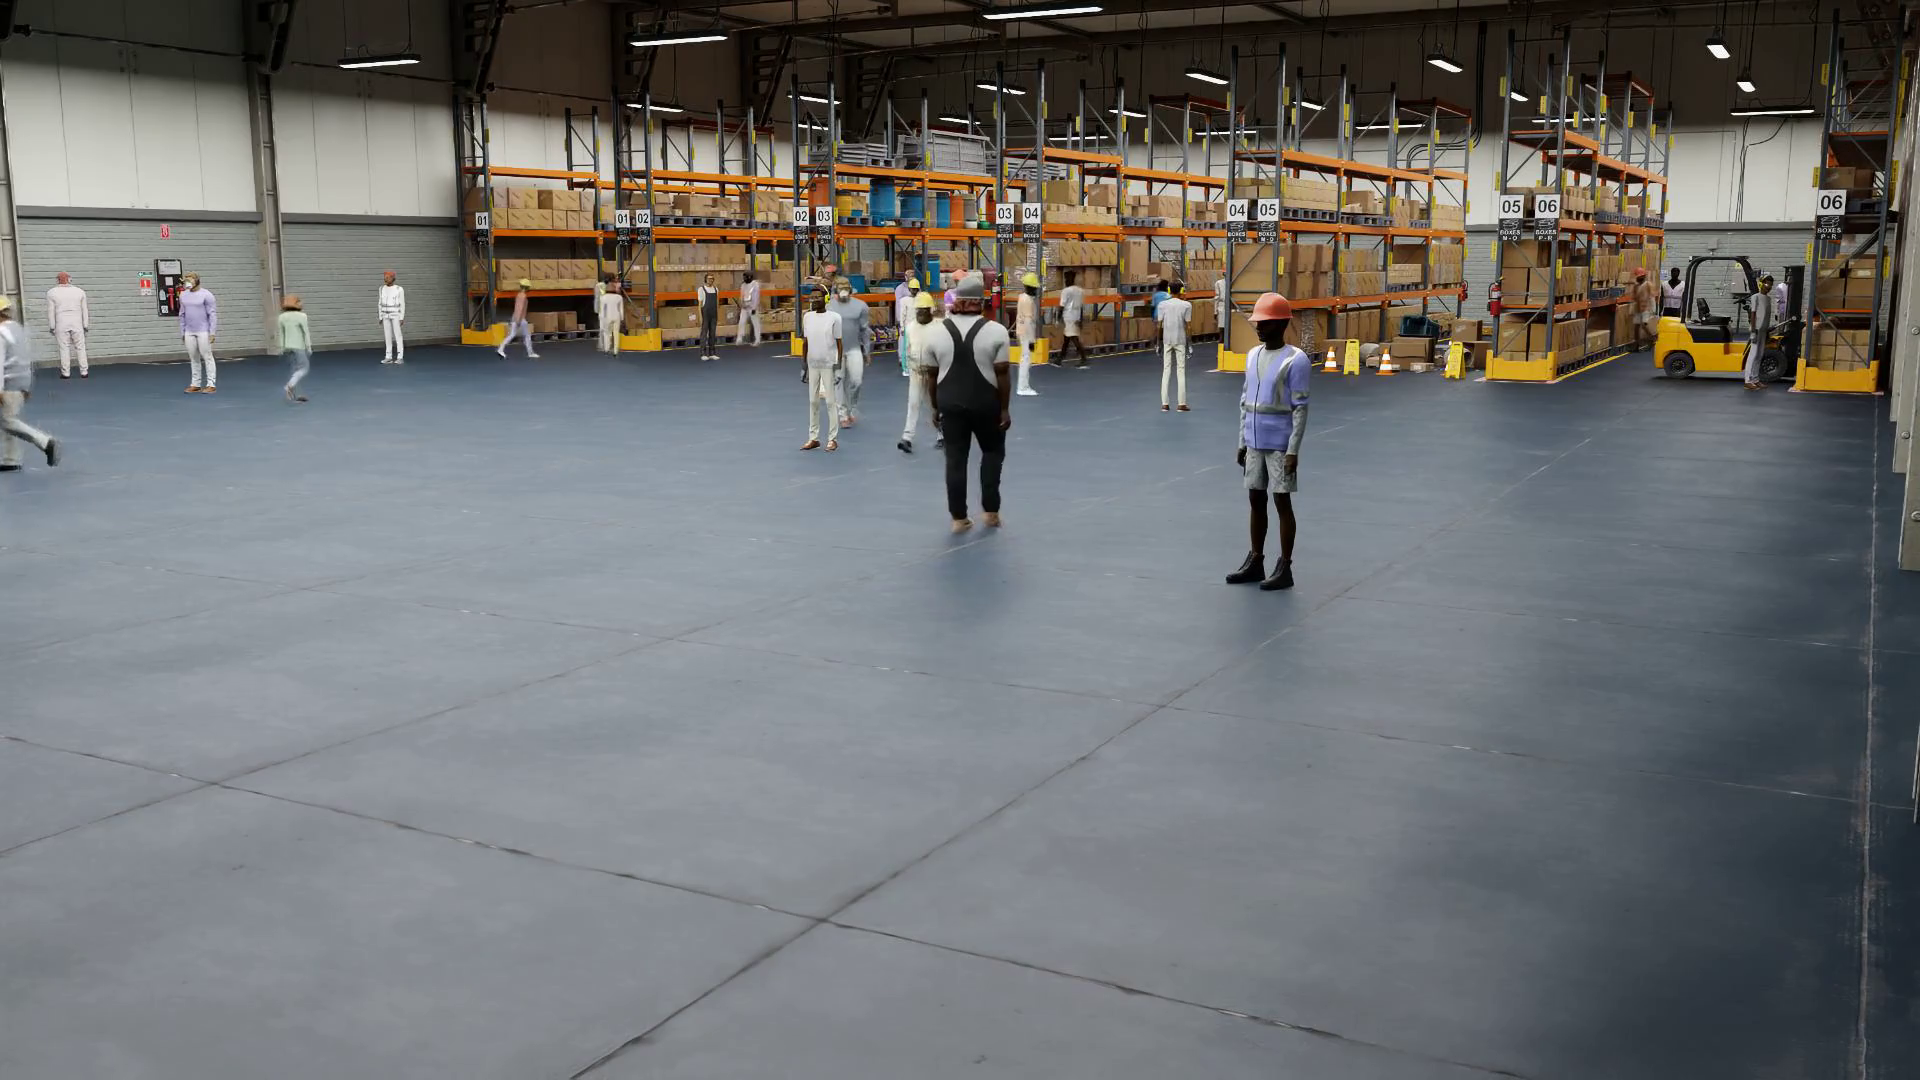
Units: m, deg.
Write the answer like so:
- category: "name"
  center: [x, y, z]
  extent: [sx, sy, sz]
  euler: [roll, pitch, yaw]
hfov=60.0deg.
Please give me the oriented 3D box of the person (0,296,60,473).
- category: "person"
  center: [-9.408, -1.549, 16.623]
  extent: [0.688, 1.798, 0.623]
  euler: [-1, 10, -6]

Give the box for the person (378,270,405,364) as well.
- category: "person"
  center: [-11.514, -4.502, 33.669]
  extent: [0.584, 1.882, 0.350]
  euler: [3, 10, 15]

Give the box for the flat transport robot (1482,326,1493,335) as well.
- category: "flat transport robot"
  center: [14.463, -5.781, 45.857]
  extent: [0.652, 0.197, 1.431]
  euler: [2, 10, 14]

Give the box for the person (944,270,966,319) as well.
- category: "person"
  center: [-0.015, -3.785, 29.303]
  extent: [0.543, 1.939, 0.356]
  euler: [-7, 12, -36]

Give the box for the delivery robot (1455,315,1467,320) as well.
- category: "delivery robot"
  center: [13.644, -5.937, 45.667]
  extent: [0.707, 0.478, 0.477]
  euler: [-2, 10, -13]

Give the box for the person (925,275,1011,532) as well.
- category: "person"
  center: [0.101, -1.096, 13.254]
  extent: [0.705, 2.000, 0.682]
  euler: [2, 10, 14]

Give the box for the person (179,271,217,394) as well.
- category: "person"
  center: [-12.074, -3.284, 26.368]
  extent: [0.630, 1.938, 0.369]
  euler: [3, 10, 15]

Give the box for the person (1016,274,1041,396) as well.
- category: "person"
  center: [1.068, -3.190, 25.971]
  extent: [0.376, 1.892, 0.680]
  euler: [0, 10, 0]

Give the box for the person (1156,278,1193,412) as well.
- category: "person"
  center: [3.018, -2.734, 23.358]
  extent: [0.533, 1.865, 0.311]
  euler: [4, 10, 21]

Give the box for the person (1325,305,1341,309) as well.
- category: "person"
  center: [9.903, -6.182, 43.956]
  extent: [0.522, 1.721, 0.617]
  euler: [7, 12, 35]

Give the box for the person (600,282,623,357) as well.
- category: "person"
  center: [-7.516, -4.743, 35.872]
  extent: [0.507, 1.613, 0.642]
  euler: [-4, 10, -22]

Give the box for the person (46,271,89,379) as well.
- category: "person"
  center: [-15.895, -3.826, 29.642]
  extent: [0.642, 1.905, 0.399]
  euler: [-7, 12, -37]

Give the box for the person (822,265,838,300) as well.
- category: "person"
  center: [-2.650, -4.844, 35.388]
  extent: [0.903, 1.977, 0.705]
  euler: [-1, 10, -8]

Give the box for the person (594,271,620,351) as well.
- category: "person"
  center: [-8.042, -5.214, 38.013]
  extent: [0.632, 1.824, 0.444]
  euler: [-7, 12, -35]

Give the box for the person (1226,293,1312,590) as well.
- category: "person"
  center: [2.025, -0.643, 10.906]
  extent: [0.355, 1.939, 0.544]
  euler: [-7, 12, -36]

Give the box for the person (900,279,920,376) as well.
- category: "person"
  center: [-0.833, -3.847, 30.174]
  extent: [0.532, 1.765, 0.328]
  euler: [-5, 11, -28]

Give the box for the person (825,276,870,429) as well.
- category: "person"
  center: [-1.452, -2.344, 20.905]
  extent: [0.662, 1.920, 0.559]
  euler: [-1, 10, -6]

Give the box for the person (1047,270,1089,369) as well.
- category: "person"
  center: [2.127, -4.284, 32.301]
  extent: [1.026, 1.915, 0.622]
  euler: [7, 12, 35]

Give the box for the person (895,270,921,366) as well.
- category: "person"
  center: [-0.984, -4.398, 32.980]
  extent: [0.645, 1.907, 0.400]
  euler: [-9, 13, -43]

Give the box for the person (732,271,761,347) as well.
- category: "person"
  center: [-5.093, -5.514, 39.770]
  extent: [0.620, 1.811, 0.868]
  euler: [7, 12, 37]

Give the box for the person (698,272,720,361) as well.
- category: "person"
  center: [-5.237, -4.672, 34.762]
  extent: [0.347, 1.846, 0.505]
  euler: [9, 13, 44]

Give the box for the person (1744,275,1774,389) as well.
- category: "person"
  center: [13.154, -3.408, 27.311]
  extent: [0.520, 1.865, 0.328]
  euler: [-7, 12, -36]

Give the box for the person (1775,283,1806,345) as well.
- category: "person"
  center: [18.407, -5.071, 36.903]
  extent: [0.589, 1.918, 0.390]
  euler: [4, 10, 22]

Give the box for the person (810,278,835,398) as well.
- category: "person"
  center: [-2.104, -3.120, 25.707]
  extent: [0.429, 1.838, 0.621]
  euler: [0, 10, 1]

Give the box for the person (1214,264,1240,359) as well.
- category: "person"
  center: [5.650, -4.828, 35.138]
  extent: [0.606, 2.035, 0.403]
  euler: [6, 11, 30]

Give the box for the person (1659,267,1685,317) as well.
- category: "person"
  center: [16.377, -5.301, 38.225]
  extent: [0.590, 1.922, 0.392]
  euler: [6, 12, 33]

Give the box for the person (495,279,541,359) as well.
- category: "person"
  center: [-9.473, -4.714, 35.456]
  extent: [0.910, 1.704, 0.532]
  euler: [-7, 12, -34]

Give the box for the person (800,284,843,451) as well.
- category: "person"
  center: [-1.560, -1.927, 18.625]
  extent: [0.532, 1.871, 0.321]
  euler: [4, 10, 22]

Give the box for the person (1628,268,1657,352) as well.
- category: "person"
  center: [15.453, -5.188, 37.581]
  extent: [0.725, 1.917, 0.610]
  euler: [-4, 11, -23]

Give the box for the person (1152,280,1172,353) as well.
- category: "person"
  center: [4.532, -5.013, 37.322]
  extent: [0.531, 1.659, 0.853]
  euler: [6, 11, 32]

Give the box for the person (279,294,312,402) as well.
- category: "person"
  center: [-9.879, -2.836, 24.661]
  extent: [0.517, 1.618, 0.501]
  euler: [3, 10, 19]

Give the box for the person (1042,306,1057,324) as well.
- category: "person"
  center: [1.894, -5.186, 37.537]
  extent: [0.625, 1.934, 0.364]
  euler: [0, 10, 2]

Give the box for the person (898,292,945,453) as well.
- category: "person"
  center: [-0.377, -1.853, 18.485]
  extent: [0.589, 1.772, 0.970]
  euler: [4, 10, 21]

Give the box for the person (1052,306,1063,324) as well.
- category: "person"
  center: [2.362, -5.549, 40.518]
  extent: [0.497, 1.633, 0.285]
  euler: [8, 12, 38]
